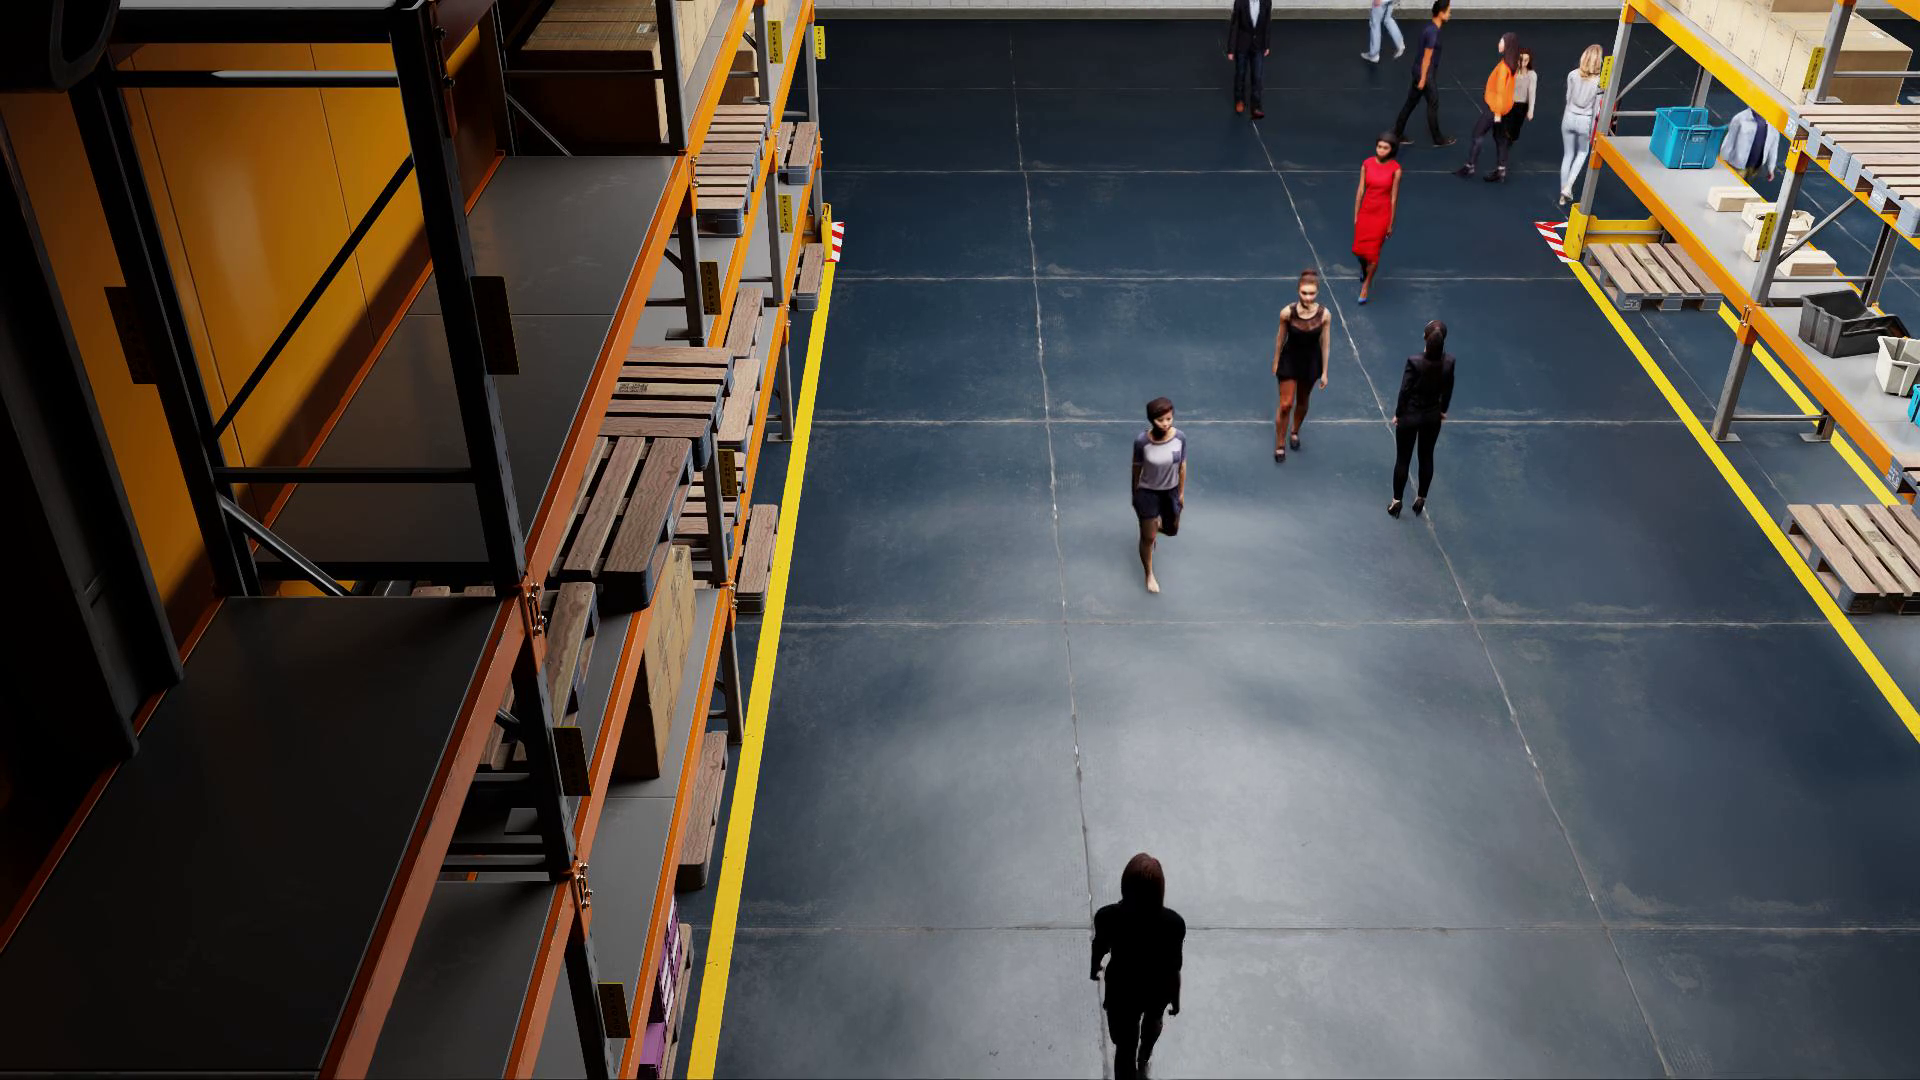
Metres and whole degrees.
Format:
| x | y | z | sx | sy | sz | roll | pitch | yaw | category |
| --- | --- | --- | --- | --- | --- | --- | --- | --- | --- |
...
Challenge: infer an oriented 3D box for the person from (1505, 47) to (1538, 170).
| x | y | z | sx | sy | sz | roll | pitch | yaw | category |
| --- | --- | --- | --- | --- | --- | --- | --- | --- | --- |
| 6.491 | -5.072 | 19.456 | 0.784 | 1.449 | 1.007 | 14 | 36 | 20 | person |

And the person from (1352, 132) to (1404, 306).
| x | y | z | sx | sy | sz | roll | pitch | yaw | category |
| --- | --- | --- | --- | --- | --- | --- | --- | --- | --- |
| 4.113 | -3.185 | 16.362 | 0.740 | 1.731 | 0.824 | 17 | 37 | 24 | person |

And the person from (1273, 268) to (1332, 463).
| x | y | z | sx | sy | sz | roll | pitch | yaw | category |
| --- | --- | --- | --- | --- | --- | --- | --- | --- | --- |
| 2.855 | -1.516 | 13.919 | 0.626 | 1.656 | 0.793 | 2 | 34 | 3 | person |

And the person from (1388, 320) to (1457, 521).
| x | y | z | sx | sy | sz | roll | pitch | yaw | category |
| --- | --- | --- | --- | --- | --- | --- | --- | --- | --- |
| 3.603 | -0.947 | 13.013 | 0.599 | 1.712 | 0.516 | -4 | 34 | -5 | person |

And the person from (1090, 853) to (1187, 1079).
| x | y | z | sx | sy | sz | roll | pitch | yaw | category |
| --- | --- | --- | --- | --- | --- | --- | --- | --- | --- |
| 0.873 | 2.290 | 8.167 | 0.654 | 1.684 | 0.834 | 4 | 34 | 5 | person |

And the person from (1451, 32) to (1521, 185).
| x | y | z | sx | sy | sz | roll | pitch | yaw | category |
| --- | --- | --- | --- | --- | --- | --- | --- | --- | --- |
| 6.209 | -4.870 | 18.896 | 0.919 | 1.732 | 0.898 | 18 | 38 | 25 | person |

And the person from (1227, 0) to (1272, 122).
| x | y | z | sx | sy | sz | roll | pitch | yaw | category |
| --- | --- | --- | --- | --- | --- | --- | --- | --- | --- |
| 3.619 | -6.225 | 20.906 | 0.755 | 1.764 | 1.100 | -2 | 34 | -3 | person |

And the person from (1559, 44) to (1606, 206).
| x | y | z | sx | sy | sz | roll | pitch | yaw | category |
| --- | --- | --- | --- | --- | --- | --- | --- | --- | --- |
| 6.789 | -4.547 | 18.370 | 0.761 | 1.778 | 0.827 | 23 | 40 | 30 | person |

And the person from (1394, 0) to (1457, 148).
| x | y | z | sx | sy | sz | roll | pitch | yaw | category |
| --- | --- | --- | --- | --- | --- | --- | --- | --- | --- |
| 5.479 | -5.582 | 19.948 | 0.805 | 1.754 | 0.954 | 4 | 34 | 6 | person |

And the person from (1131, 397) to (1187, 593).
| x | y | z | sx | sy | sz | roll | pitch | yaw | category |
| --- | --- | --- | --- | --- | --- | --- | --- | --- | --- |
| 1.454 | -0.396 | 12.330 | 0.668 | 1.549 | 0.857 | -6 | 34 | -9 | person |

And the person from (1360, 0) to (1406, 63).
| x | y | z | sx | sy | sz | roll | pitch | yaw | category |
| --- | --- | --- | --- | --- | --- | --- | --- | --- | --- |
| 5.858 | -7.389 | 22.578 | 0.933 | 1.852 | 1.017 | -22 | 40 | -30 | person |
